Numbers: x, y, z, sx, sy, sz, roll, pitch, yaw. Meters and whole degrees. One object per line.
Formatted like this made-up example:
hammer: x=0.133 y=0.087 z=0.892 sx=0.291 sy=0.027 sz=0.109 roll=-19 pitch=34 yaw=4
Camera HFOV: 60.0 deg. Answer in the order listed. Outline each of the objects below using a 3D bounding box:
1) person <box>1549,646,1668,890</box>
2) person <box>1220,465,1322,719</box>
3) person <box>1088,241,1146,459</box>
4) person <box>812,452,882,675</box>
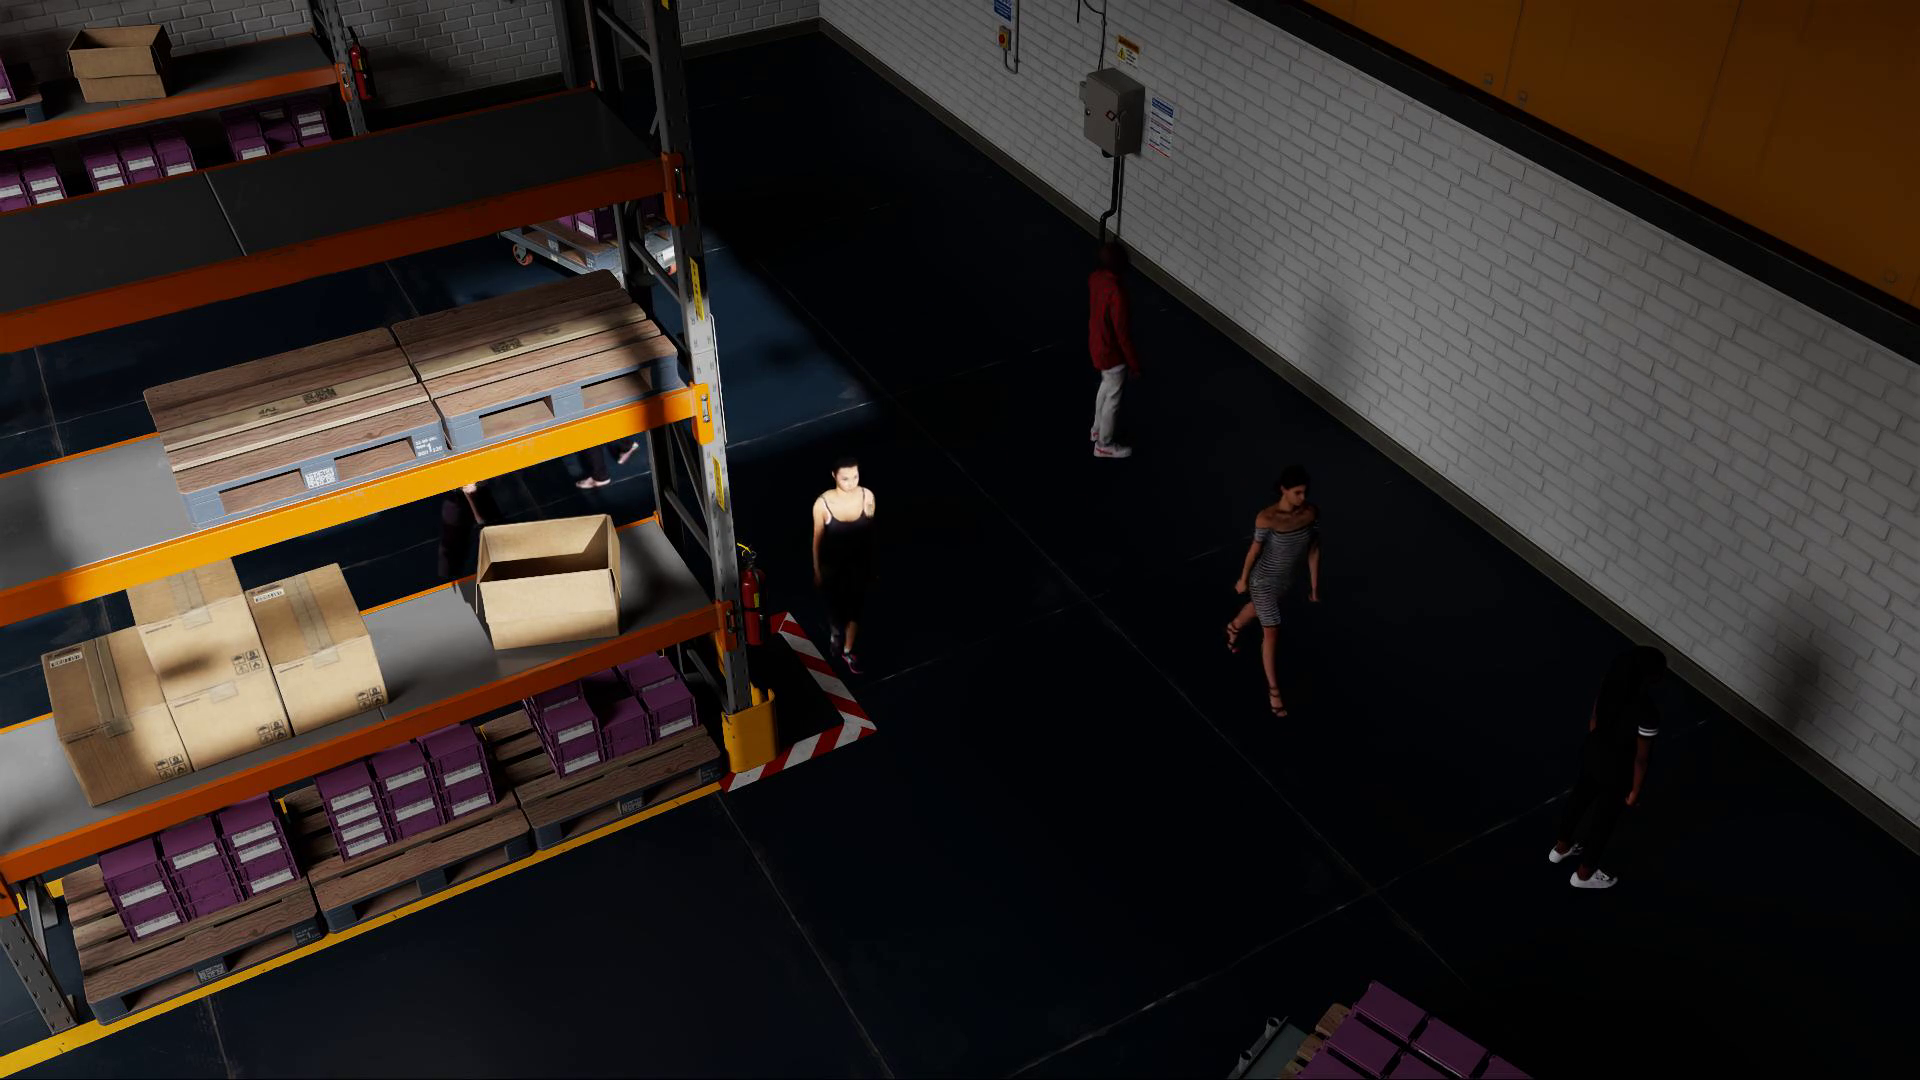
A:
person: x=3.619 y=1.246 z=9.237 sx=0.639 sy=1.729 sz=0.658 roll=-11 pitch=40 yaw=-14
person: x=1.924 y=0.210 z=10.498 sx=0.994 sy=1.775 sz=0.706 roll=-16 pitch=41 yaw=-19
person: x=1.113 y=-1.418 z=12.501 sx=0.738 sy=1.818 sz=0.757 roll=-8 pitch=39 yaw=-10
person: x=-0.763 y=0.112 z=10.666 sx=0.617 sy=1.718 sz=0.690 roll=-14 pitch=41 yaw=-17
